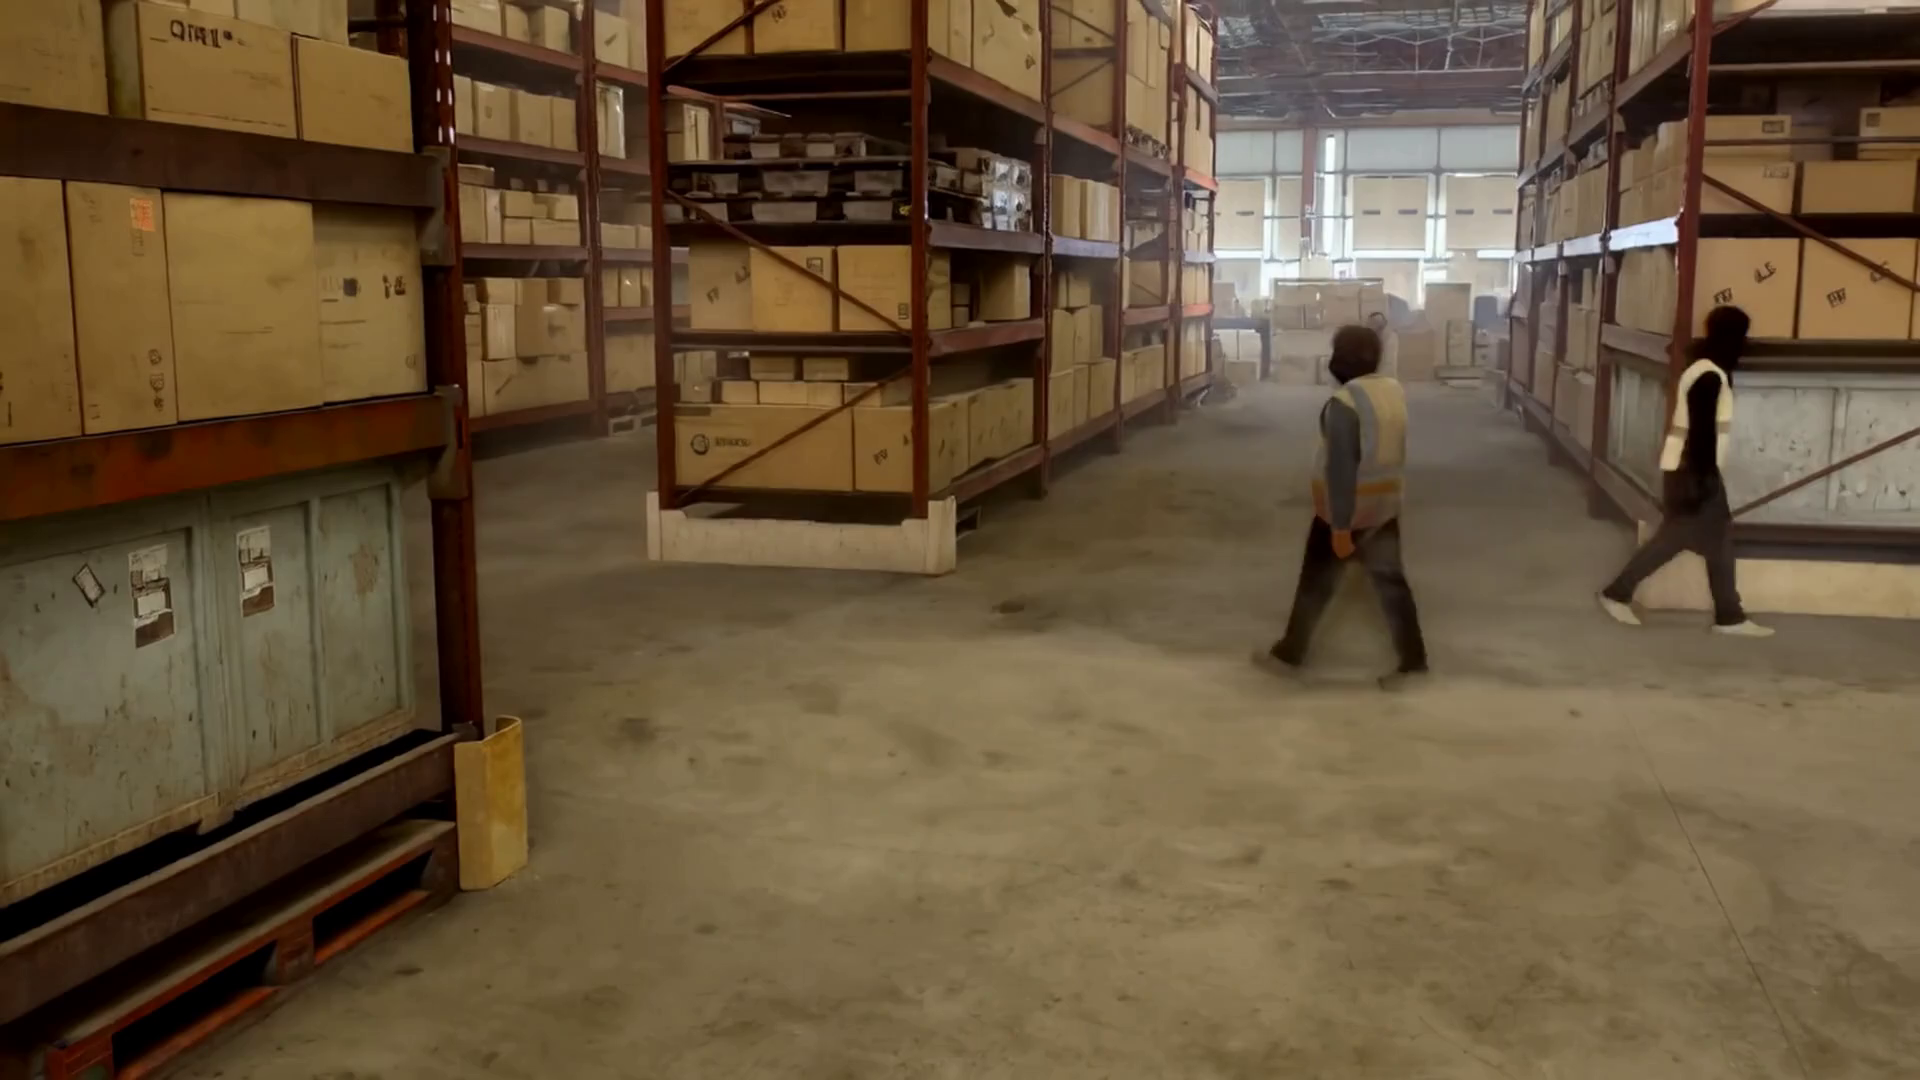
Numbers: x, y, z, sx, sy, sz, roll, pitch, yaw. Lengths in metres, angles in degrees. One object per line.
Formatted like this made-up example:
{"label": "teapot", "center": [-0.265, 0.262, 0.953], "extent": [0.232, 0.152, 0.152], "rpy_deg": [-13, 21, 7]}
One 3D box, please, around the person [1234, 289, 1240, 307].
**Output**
{"label": "person", "center": [9.465, -7.783, 57.147], "extent": [0.312, 1.639, 0.520], "rpy_deg": [4, 10, 24]}

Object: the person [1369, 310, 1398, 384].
{"label": "person", "center": [5.233, -2.072, 20.896], "extent": [0.516, 1.628, 0.383], "rpy_deg": [3, 10, 21]}

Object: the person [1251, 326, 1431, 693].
{"label": "person", "center": [1.928, -0.147, 8.171], "extent": [0.959, 1.793, 0.641], "rpy_deg": [9, 12, 44]}

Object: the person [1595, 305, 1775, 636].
{"label": "person", "center": [4.151, -0.395, 9.481], "extent": [0.929, 1.882, 0.604], "rpy_deg": [5, 10, 28]}

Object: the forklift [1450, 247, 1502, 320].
{"label": "forklift", "center": [13.305, -6.333, 44.005], "extent": [1.873, 2.768, 1.129], "rpy_deg": [-2, 9, -10]}
